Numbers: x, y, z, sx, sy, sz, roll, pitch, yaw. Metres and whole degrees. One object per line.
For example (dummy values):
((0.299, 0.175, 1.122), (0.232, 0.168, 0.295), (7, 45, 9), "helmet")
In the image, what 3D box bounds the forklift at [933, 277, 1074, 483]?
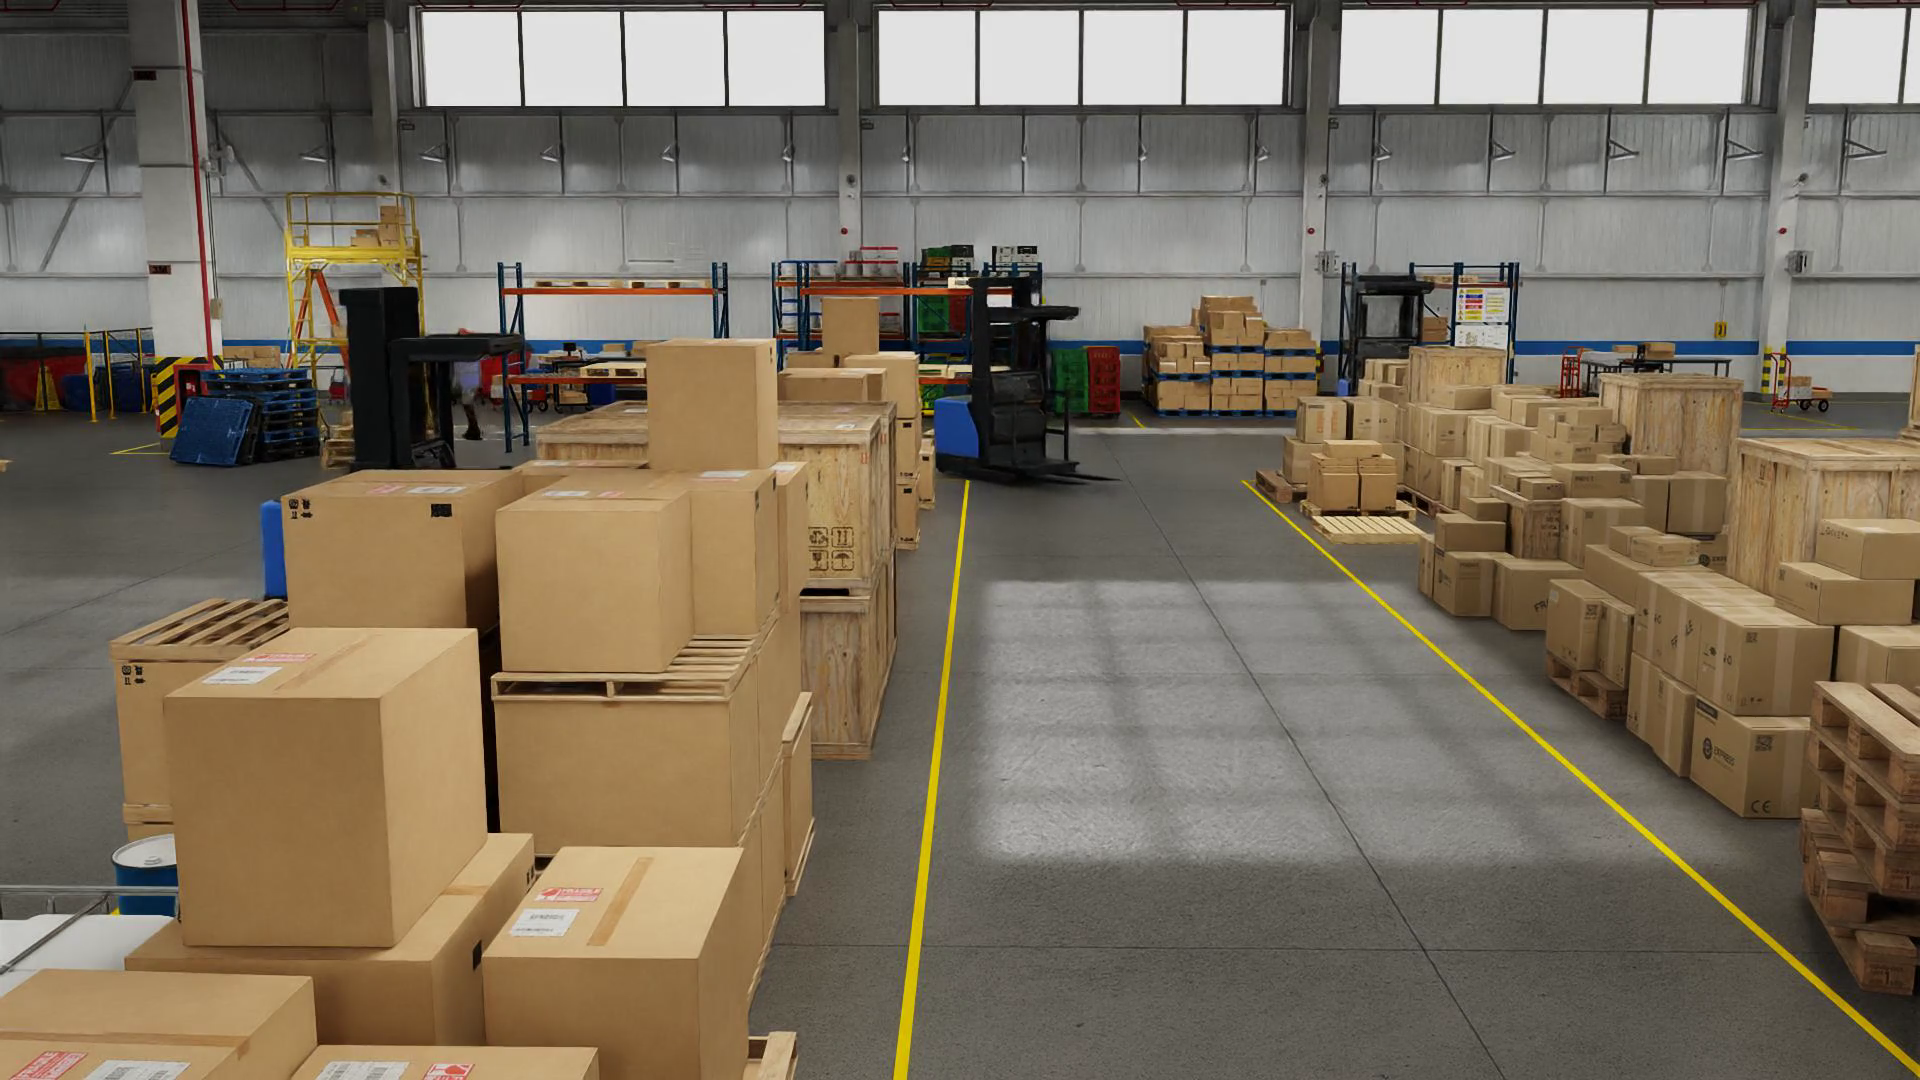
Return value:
((0.565, -2.304, 23.436), (1.129, 2.768, 1.873), (-8, 12, -40), "forklift")

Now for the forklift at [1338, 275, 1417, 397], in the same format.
((6.836, -2.892, 26.956), (1.129, 2.768, 1.873), (0, 9, 1), "forklift")

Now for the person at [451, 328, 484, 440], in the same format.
((-8.465, -2.651, 28.411), (0.640, 1.910, 0.566), (3, 10, 16), "person")

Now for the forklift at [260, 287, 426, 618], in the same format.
((-4.775, -0.711, 13.897), (1.873, 2.768, 1.129), (0, 9, 1), "forklift")
